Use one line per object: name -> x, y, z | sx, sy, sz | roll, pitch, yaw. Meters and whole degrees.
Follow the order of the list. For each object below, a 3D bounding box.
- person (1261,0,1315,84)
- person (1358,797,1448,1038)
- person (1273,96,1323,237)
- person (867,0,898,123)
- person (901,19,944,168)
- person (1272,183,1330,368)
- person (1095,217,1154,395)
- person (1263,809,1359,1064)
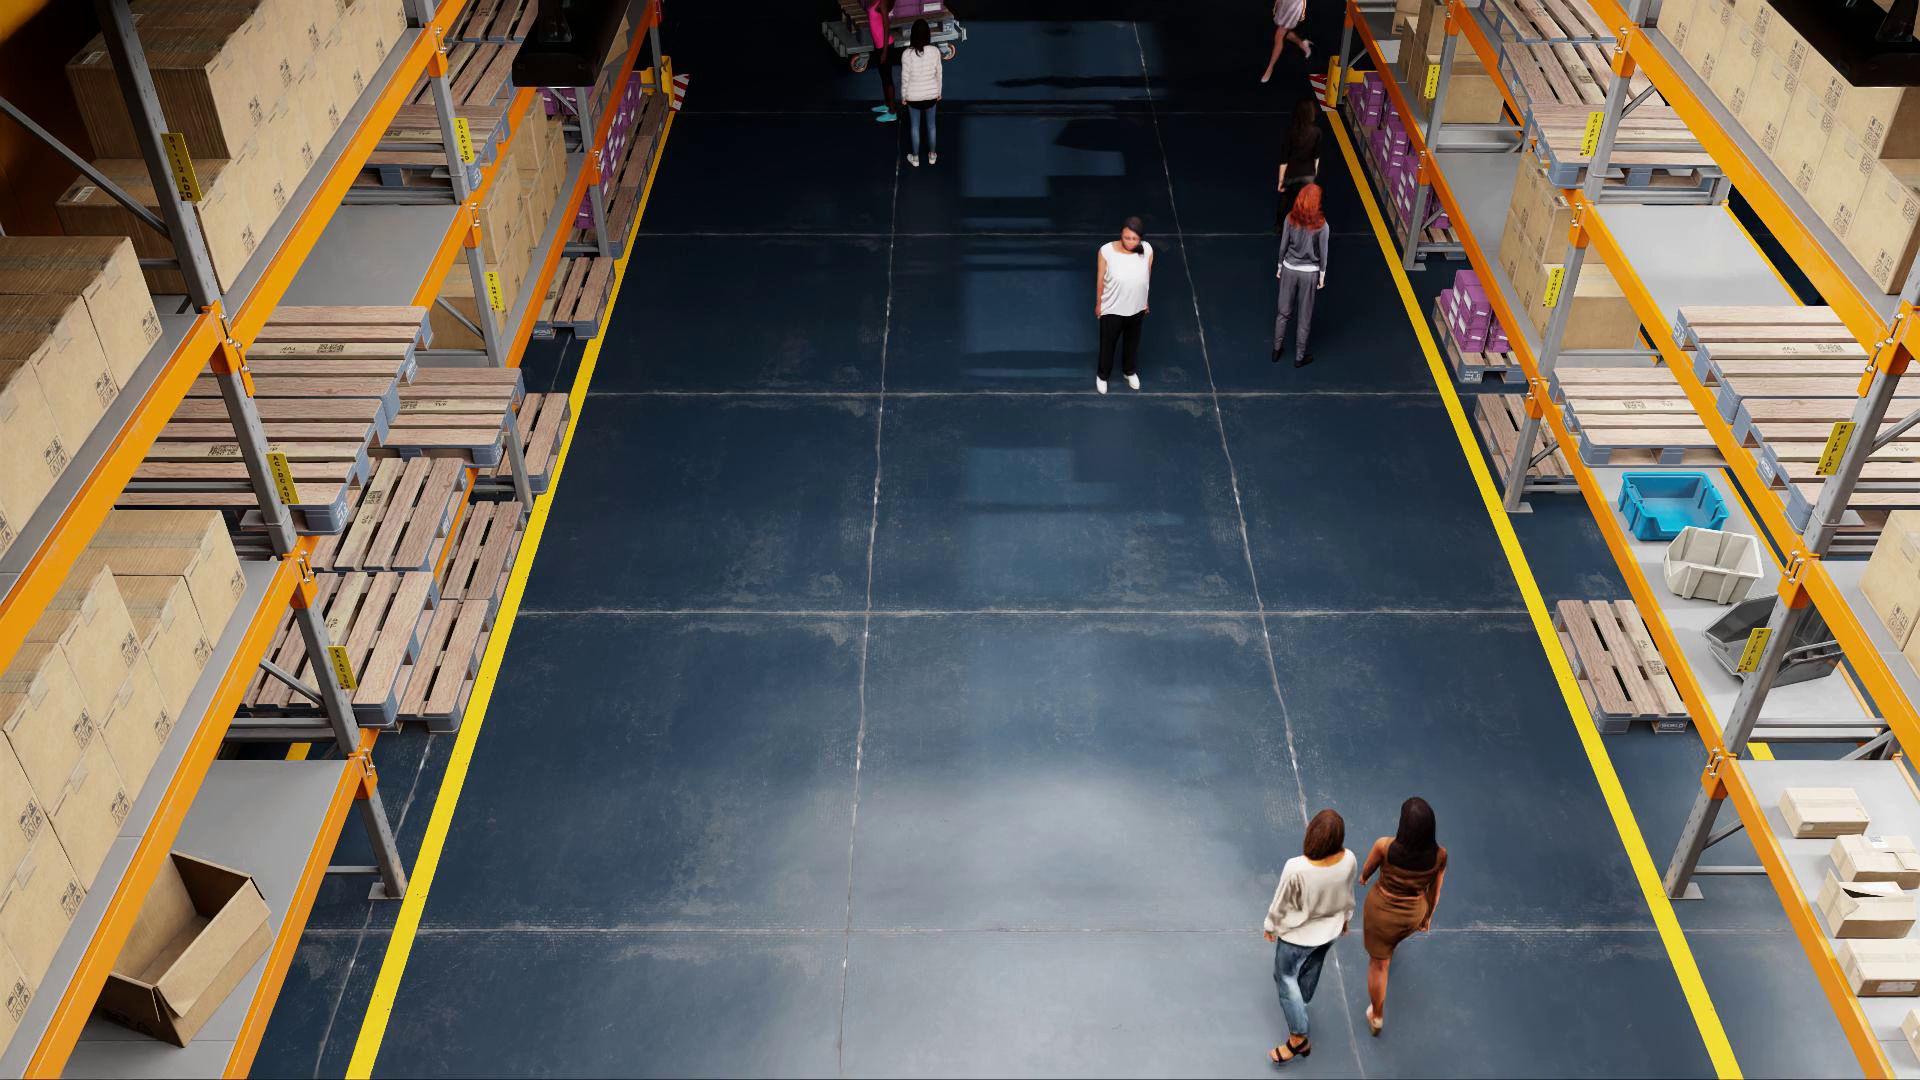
person -> 4.008, -6.334, 19.909 | 1.058, 1.719, 1.018 | -28, 46, -30
person -> 2.440, 2.162, 9.329 | 0.591, 1.646, 1.015 | 3, 39, 3
person -> 3.379, -3.547, 16.517 | 0.601, 1.597, 1.071 | 1, 39, 2
person -> -0.875, -5.662, 19.065 | 0.661, 1.724, 0.538 | -7, 39, -9
person -> -0.417, -4.888, 18.163 | 0.666, 1.638, 0.626 | -9, 39, -11
person -> 3.045, -2.374, 14.904 | 0.655, 1.779, 0.652 | 20, 43, 23
person -> 1.450, -2.078, 14.607 | 0.707, 1.687, 0.674 | -8, 39, -10
person -> 1.959, 2.203, 9.273 | 0.752, 1.652, 0.825 | -12, 40, -15
